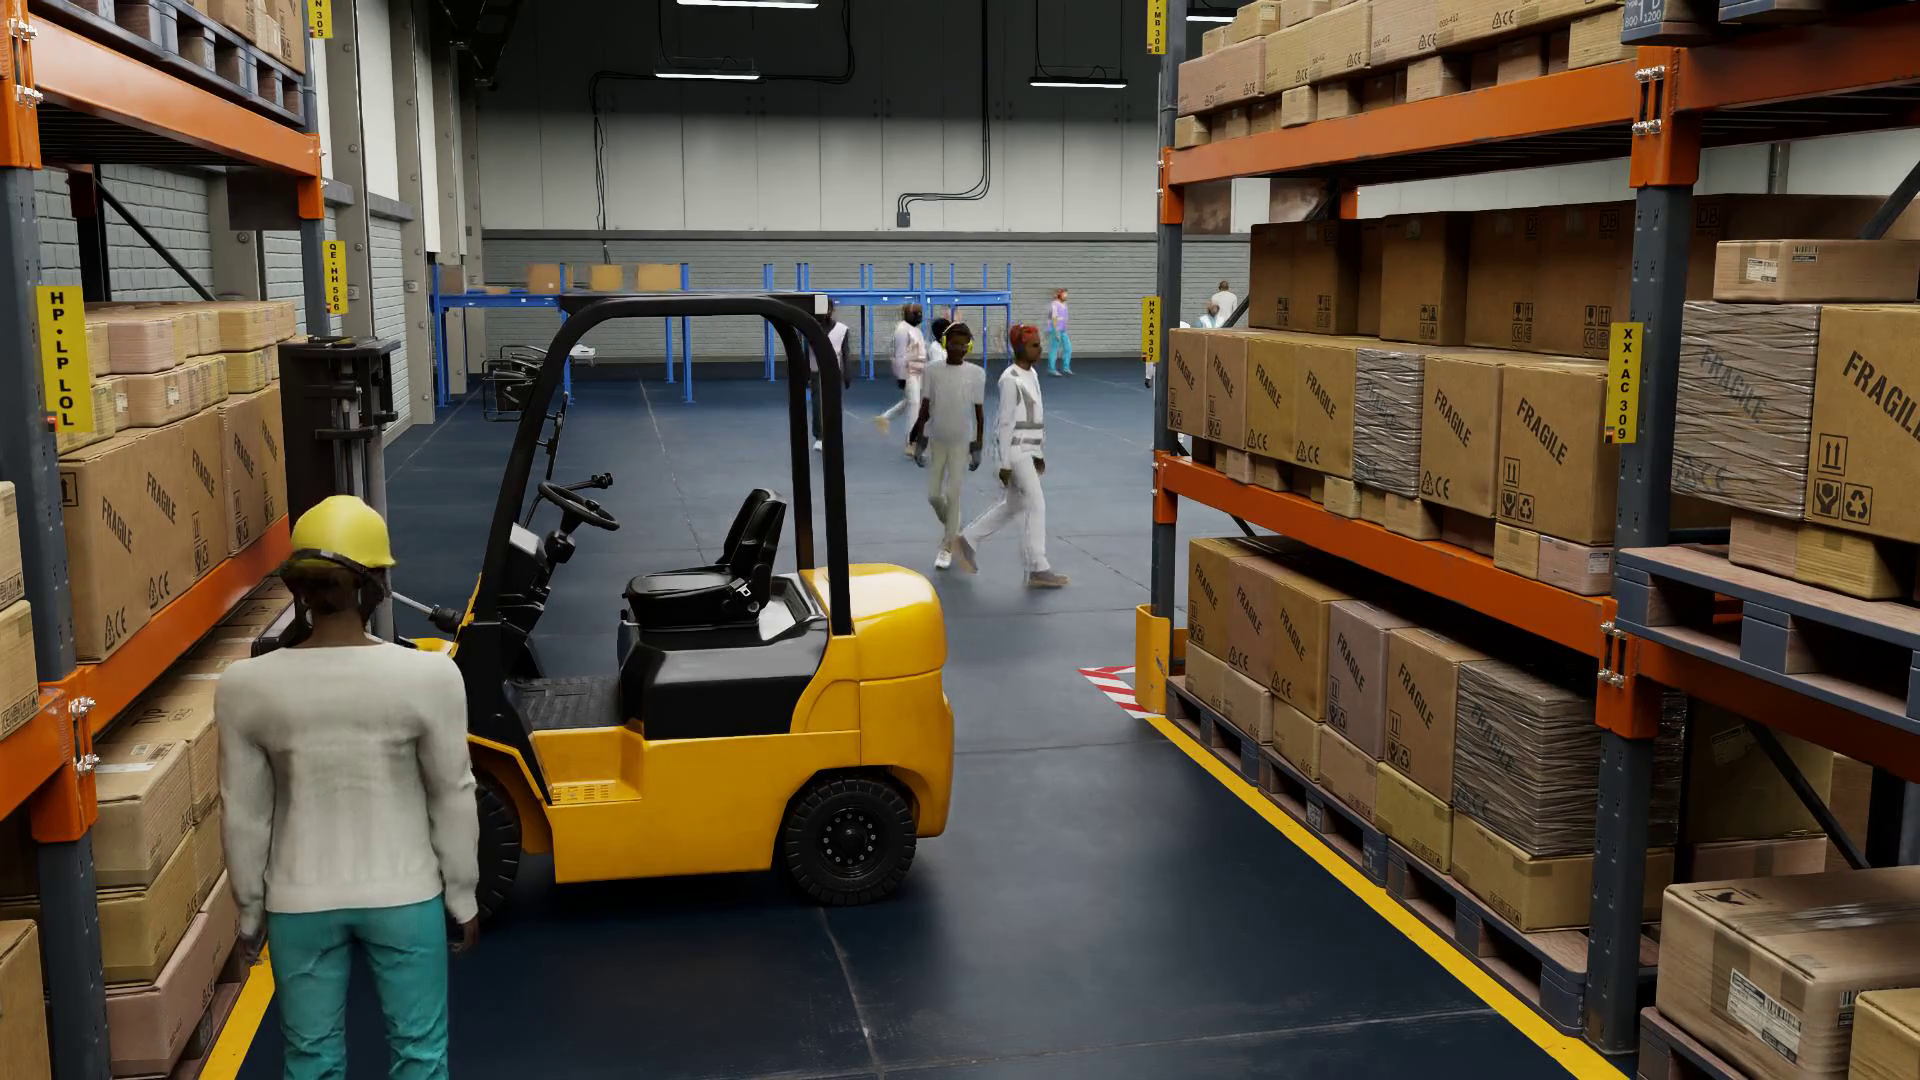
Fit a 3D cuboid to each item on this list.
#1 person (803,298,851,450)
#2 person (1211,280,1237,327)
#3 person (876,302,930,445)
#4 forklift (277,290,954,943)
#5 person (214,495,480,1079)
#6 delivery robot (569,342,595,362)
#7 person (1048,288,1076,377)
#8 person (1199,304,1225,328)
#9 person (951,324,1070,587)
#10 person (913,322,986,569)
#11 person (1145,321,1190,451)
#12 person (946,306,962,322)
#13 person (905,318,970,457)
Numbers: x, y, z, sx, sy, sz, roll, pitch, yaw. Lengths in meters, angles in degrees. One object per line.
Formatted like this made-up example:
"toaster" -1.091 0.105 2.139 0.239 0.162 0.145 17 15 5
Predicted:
"person" -1.664 -2.102 20.851 0.599 1.883 0.916 0 9 3
"person" 6.183 -5.119 39.062 0.629 1.940 0.378 -2 9 -10
"person" -0.727 -2.109 21.113 0.689 1.815 0.642 3 10 15
"forklift" -1.179 0.175 6.143 2.313 2.155 1.214 -2 10 -12
"person" -1.313 0.783 3.639 0.536 1.762 0.343 -2 9 -10
"delivery robot" -8.711 -4.290 38.060 0.707 0.478 0.477 -2 10 -12
"person" 2.133 -4.276 34.277 0.726 1.815 0.600 5 11 28
"person" 4.624 -3.547 30.556 0.535 1.584 0.871 -1 9 -5
"person" 0.351 -0.616 11.869 0.848 1.859 0.570 2 10 15
"person" -0.071 -0.731 12.603 0.560 1.842 0.560 2 10 12
"person" 2.549 -2.036 20.431 0.575 1.885 0.361 -2 9 -10
"person" -0.148 -4.382 35.531 0.450 1.614 0.559 5 11 29
"person" -0.235 -1.775 19.548 0.896 1.647 0.548 3 10 15
